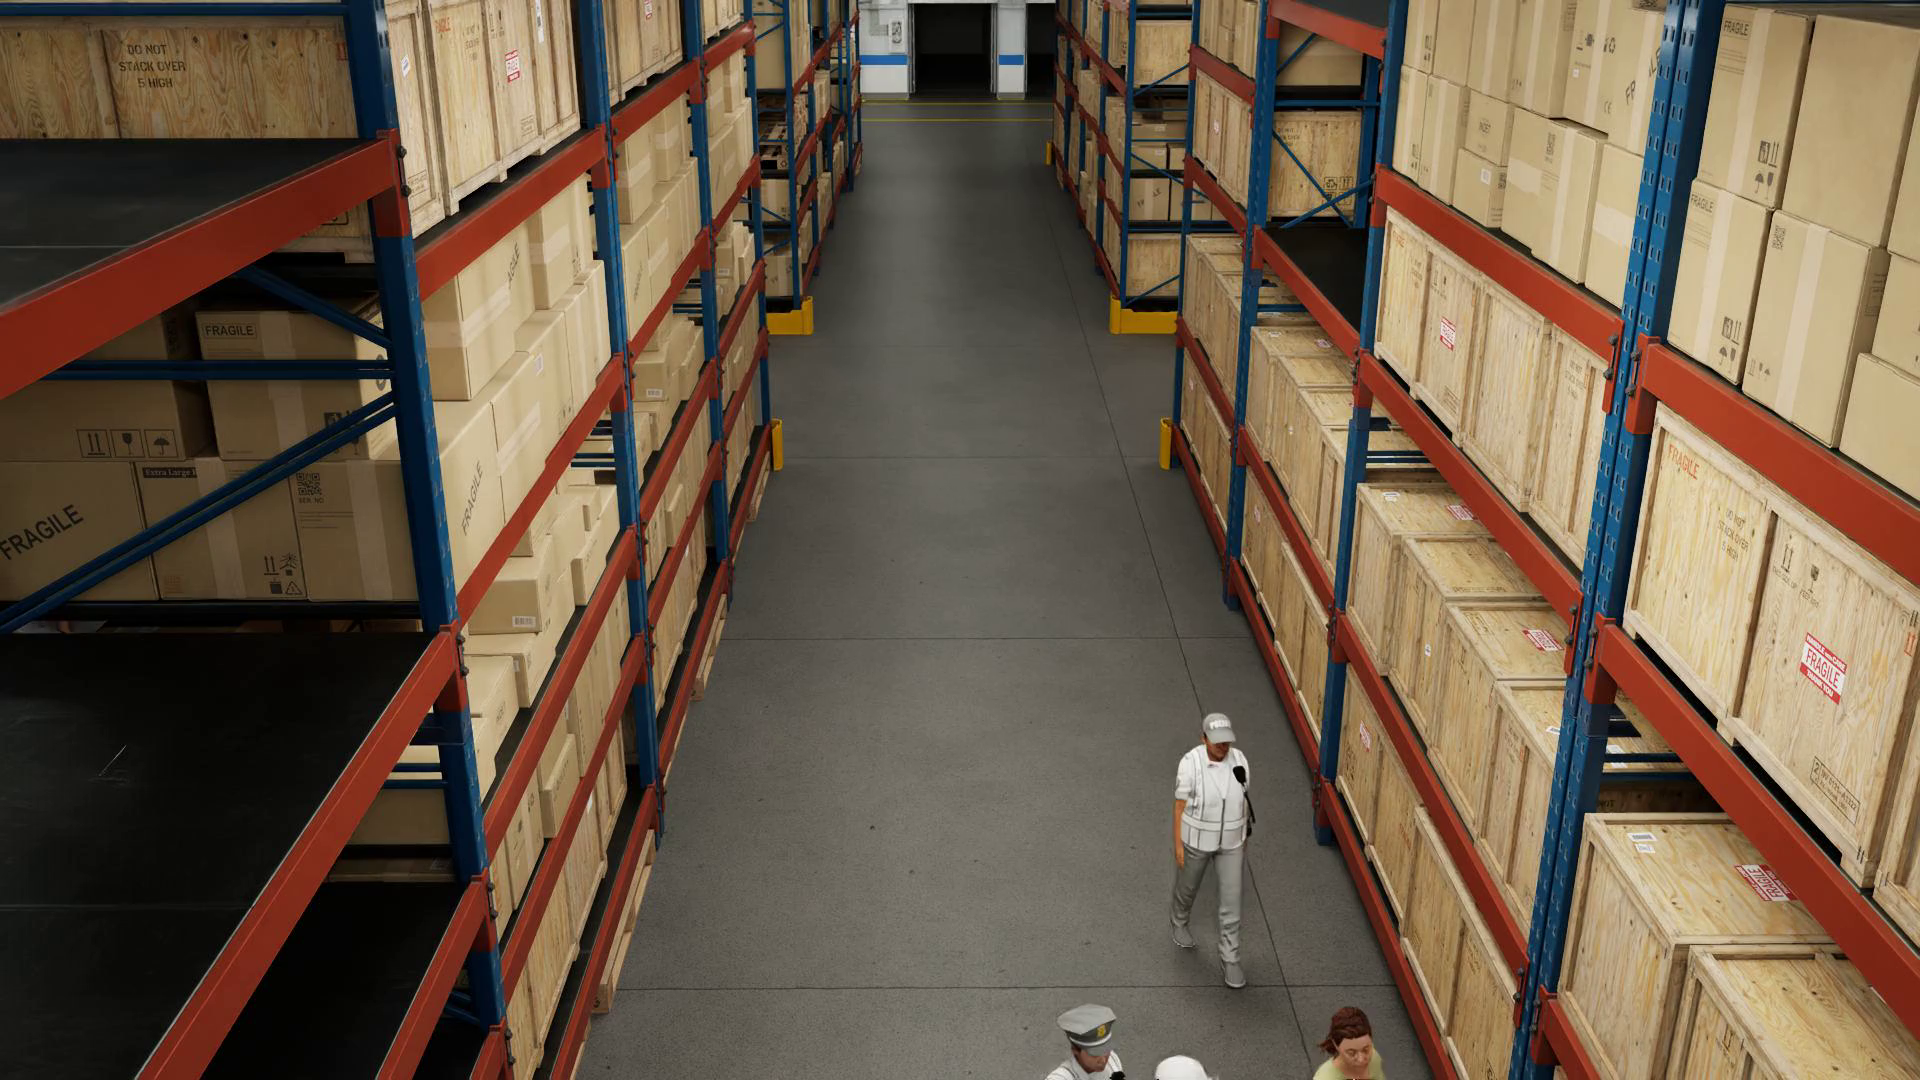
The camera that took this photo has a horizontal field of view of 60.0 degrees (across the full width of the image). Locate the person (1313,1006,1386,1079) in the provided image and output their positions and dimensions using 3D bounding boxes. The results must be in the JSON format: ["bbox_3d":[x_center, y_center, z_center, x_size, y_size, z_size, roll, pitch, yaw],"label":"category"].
[{"bbox_3d":[1.752,2.822,7.465,0.500,1.674,0.425,-16,27,-36],"label":"person"}]

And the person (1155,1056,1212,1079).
[{"bbox_3d":[0.896,2.911,7.064,0.371,1.790,0.644,15,26,34],"label":"person"}]

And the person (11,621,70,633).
[{"bbox_3d":[-6.871,0.855,12.410,0.472,1.682,0.469,-11,24,-26],"label":"person"}]

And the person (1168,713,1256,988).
[{"bbox_3d":[1.525,1.828,10.038,0.481,1.672,0.753,-3,22,-7],"label":"person"}]

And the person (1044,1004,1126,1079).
[{"bbox_3d":[0.637,2.837,7.410,0.536,1.677,0.495,19,28,39],"label":"person"}]
